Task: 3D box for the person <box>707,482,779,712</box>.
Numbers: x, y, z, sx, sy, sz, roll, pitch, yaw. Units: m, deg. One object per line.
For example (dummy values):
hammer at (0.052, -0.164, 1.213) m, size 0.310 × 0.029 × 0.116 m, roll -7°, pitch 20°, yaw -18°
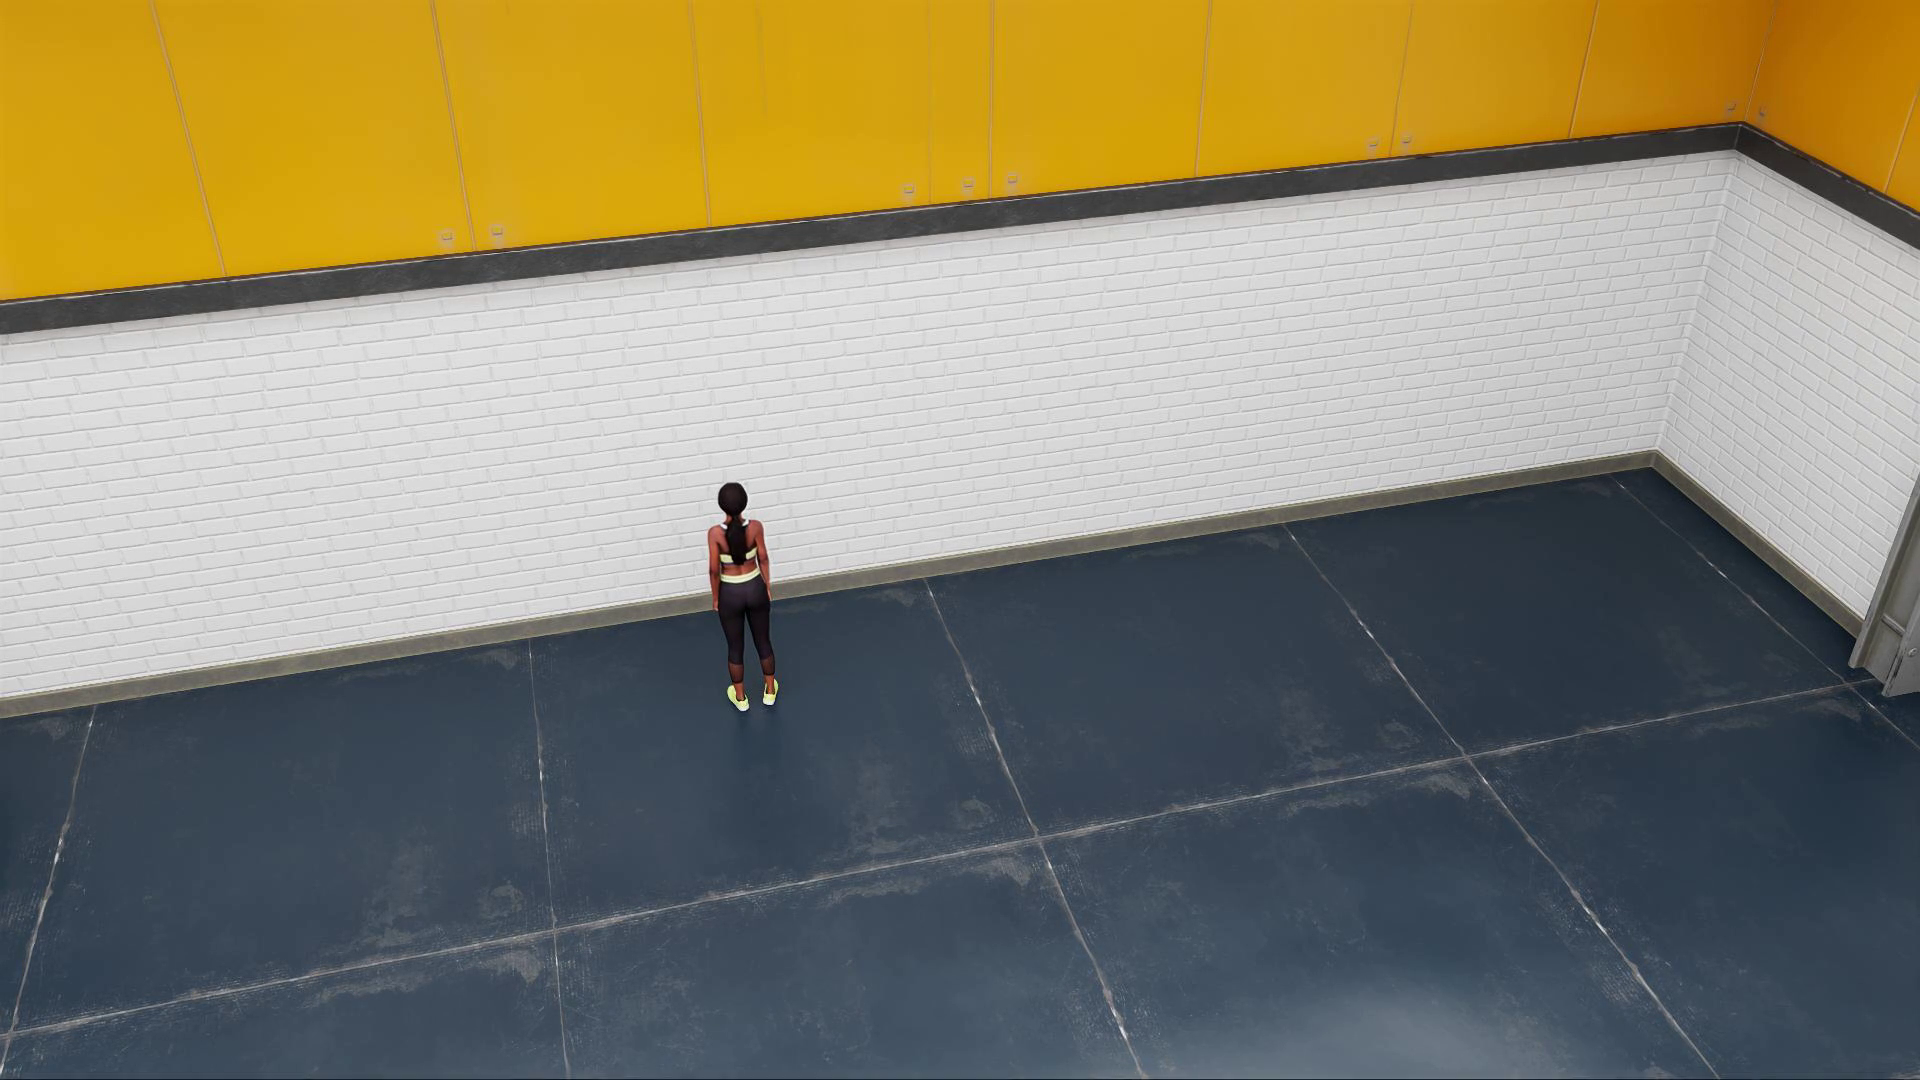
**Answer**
person at (-1.456, 0.386, 11.148) m, size 0.557 × 1.753 × 0.492 m, roll -9°, pitch 35°, yaw -13°
